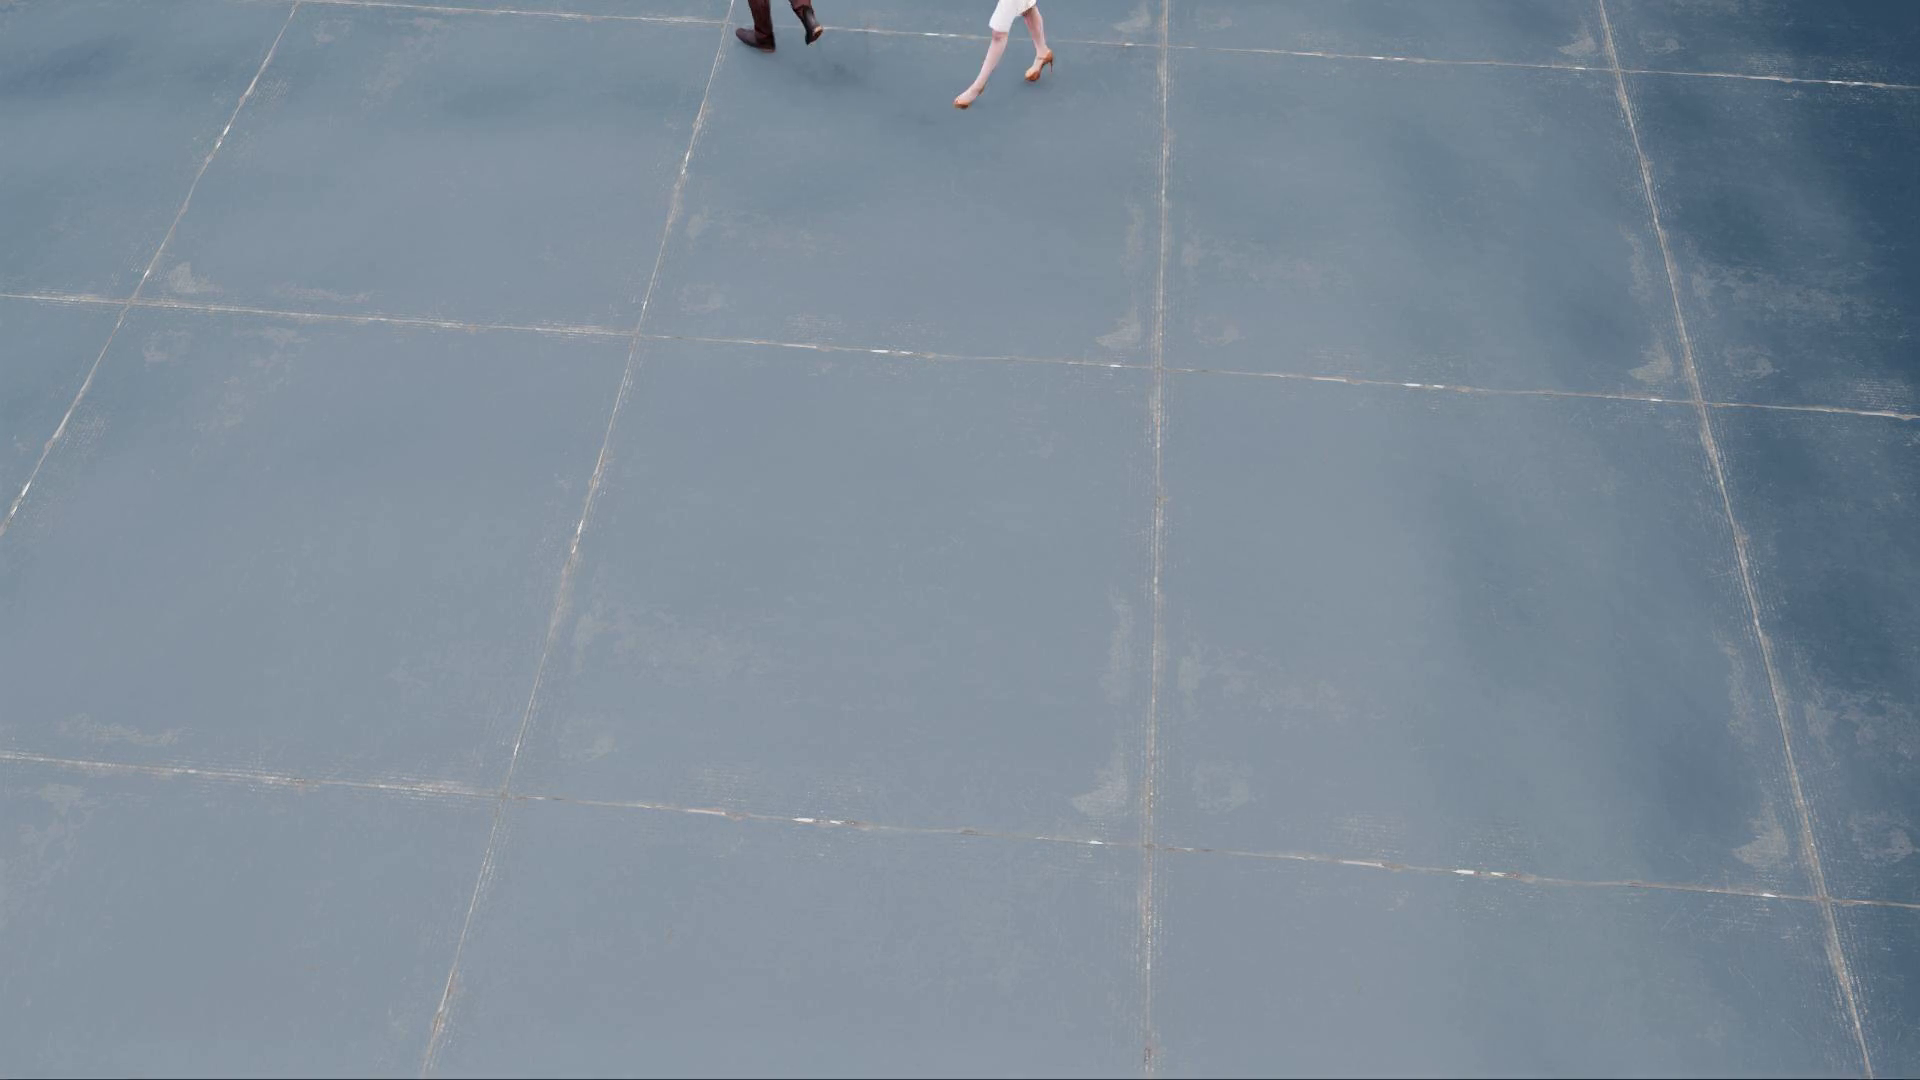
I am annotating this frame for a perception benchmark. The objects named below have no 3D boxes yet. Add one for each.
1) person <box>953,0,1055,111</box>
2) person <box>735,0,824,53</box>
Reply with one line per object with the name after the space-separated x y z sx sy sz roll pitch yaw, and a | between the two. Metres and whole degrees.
0.420 -3.517 10.246 1.093 1.758 0.965 -27 57 -19 | person
-1.169 -3.850 10.446 1.056 1.849 0.957 32 59 22 | person
